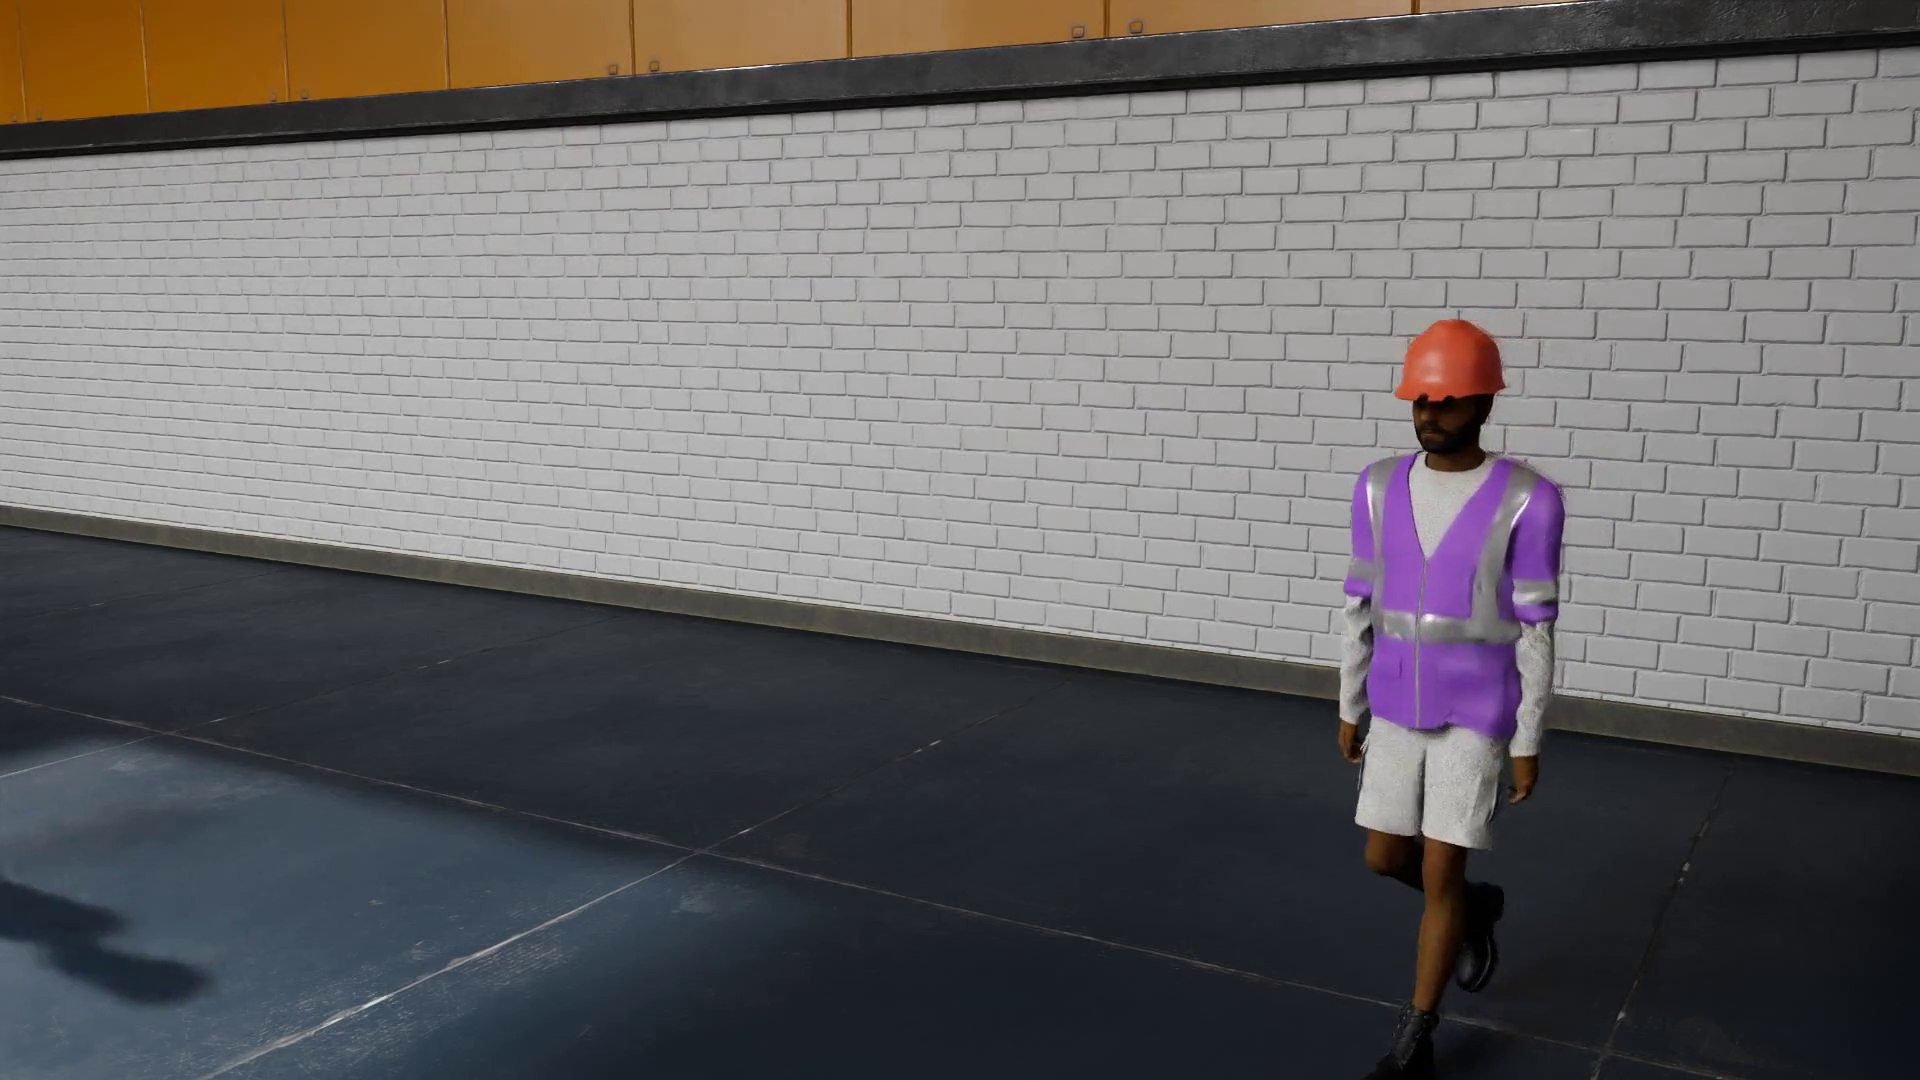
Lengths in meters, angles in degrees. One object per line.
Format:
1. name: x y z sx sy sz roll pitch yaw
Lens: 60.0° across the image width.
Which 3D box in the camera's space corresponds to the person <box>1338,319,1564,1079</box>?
1. person: 1.239 0.402 4.198 0.557 1.919 0.735 8 12 41
